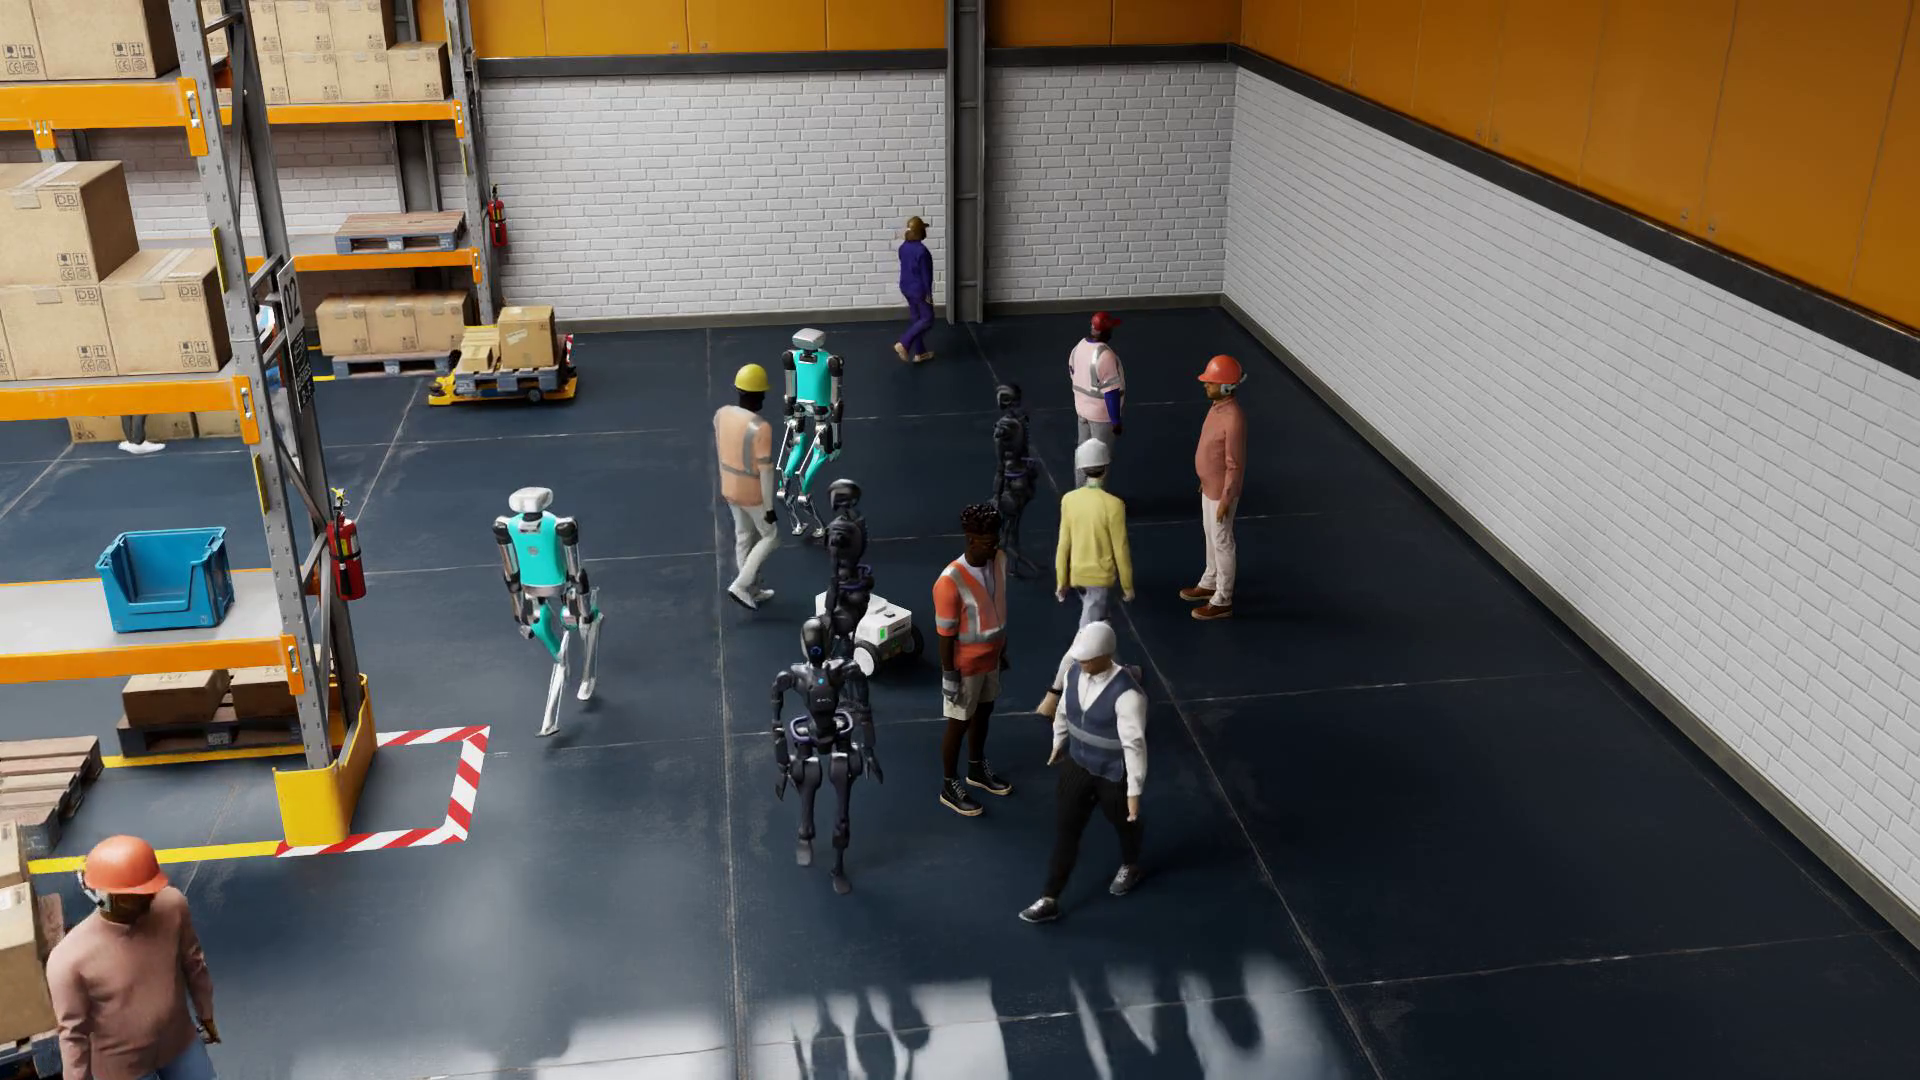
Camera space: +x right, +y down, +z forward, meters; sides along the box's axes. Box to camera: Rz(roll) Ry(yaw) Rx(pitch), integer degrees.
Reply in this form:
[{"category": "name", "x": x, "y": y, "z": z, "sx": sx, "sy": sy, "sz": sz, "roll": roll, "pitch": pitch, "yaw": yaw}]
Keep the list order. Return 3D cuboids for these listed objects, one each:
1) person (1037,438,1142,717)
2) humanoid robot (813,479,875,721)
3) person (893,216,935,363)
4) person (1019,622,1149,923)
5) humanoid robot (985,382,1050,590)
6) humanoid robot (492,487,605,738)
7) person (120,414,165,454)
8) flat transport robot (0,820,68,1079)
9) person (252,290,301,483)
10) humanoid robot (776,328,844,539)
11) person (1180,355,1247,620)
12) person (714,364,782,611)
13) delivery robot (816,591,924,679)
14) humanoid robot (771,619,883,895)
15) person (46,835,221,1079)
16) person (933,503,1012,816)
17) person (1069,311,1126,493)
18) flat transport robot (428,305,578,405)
[{"category": "person", "x": 0.852, "y": 0.249, "z": 10.898, "sx": 0.976, "sy": 1.826, "sz": 0.501, "roll": -20, "pitch": 31, "yaw": -38}, {"category": "humanoid robot", "x": -0.751, "y": 0.374, "z": 10.780, "sx": 0.355, "sy": 1.651, "sz": 0.587, "roll": 5, "pitch": 24, "yaw": 12}, {"category": "person", "x": -0.486, "y": -2.655, "z": 17.765, "sx": 0.509, "sy": 1.602, "sz": 0.477, "roll": -16, "pitch": 28, "yaw": -32}, {"category": "person", "x": 0.718, "y": 1.230, "z": 8.794, "sx": 0.763, "sy": 1.710, "sz": 0.916, "roll": 19, "pitch": 30, "yaw": 37}, {"category": "humanoid robot", "x": 0.486, "y": -0.412, "z": 12.590, "sx": 0.534, "sy": 1.631, "sz": 0.609, "roll": 11, "pitch": 26, "yaw": 23}, {"category": "humanoid robot", "x": -2.572, "y": 0.394, "z": 10.706, "sx": 0.549, "sy": 1.730, "sz": 1.058, "roll": 3, "pitch": 24, "yaw": 6}, {"category": "person", "x": -7.715, "y": -1.700, "z": 15.315, "sx": 0.659, "sy": 1.852, "sz": 0.391, "roll": 3, "pitch": 24, "yaw": 6}, {"category": "flat transport robot", "x": -4.738, "y": 2.400, "z": 7.928, "sx": 1.431, "sy": 0.231, "sz": 0.659, "roll": -13, "pitch": 27, "yaw": -27}, {"category": "person", "x": -6.119, "y": -1.373, "z": 14.584, "sx": 0.627, "sy": 1.838, "sz": 0.430, "roll": -4, "pitch": 24, "yaw": -10}, {"category": "humanoid robot", "x": -1.263, "y": -0.792, "z": 13.208, "sx": 0.533, "sy": 1.677, "sz": 0.735, "roll": 11, "pitch": 26, "yaw": 23}, {"category": "person", "x": 1.879, "y": -0.388, "z": 12.136, "sx": 0.376, "sy": 1.995, "sz": 0.609, "roll": -2, "pitch": 24, "yaw": -5}, {"category": "person", "x": -1.561, "y": -0.363, "z": 12.193, "sx": 0.593, "sy": 1.901, "sz": 0.473, "roll": 18, "pitch": 30, "yaw": 36}, {"category": "delivery robot", "x": -0.661, "y": 0.608, "z": 11.680, "sx": 0.811, "sy": 0.613, "sz": 0.499, "roll": 20, "pitch": 30, "yaw": 37}, {"category": "humanoid robot", "x": -0.726, "y": 1.147, "z": 9.031, "sx": 0.592, "sy": 1.648, "sz": 0.415, "roll": -6, "pitch": 24, "yaw": -13}, {"category": "person", "x": -3.304, "y": 2.032, "z": 6.668, "sx": 0.565, "sy": 1.975, "sz": 0.680, "roll": 14, "pitch": 27, "yaw": 29}, {"category": "person", "x": 0.087, "y": 0.686, "z": 9.740, "sx": 0.375, "sy": 1.958, "sz": 0.604, "roll": 16, "pitch": 28, "yaw": 32}, {"category": "person", "x": 1.173, "y": -1.070, "z": 13.988, "sx": 0.419, "sy": 1.754, "sz": 0.611, "roll": -13, "pitch": 27, "yaw": -27}, {"category": "flat transport robot", "x": -4.667, "y": -1.601, "z": 17.045, "sx": 1.431, "sy": 0.231, "sz": 0.659, "roll": -3, "pitch": 24, "yaw": -7}]
